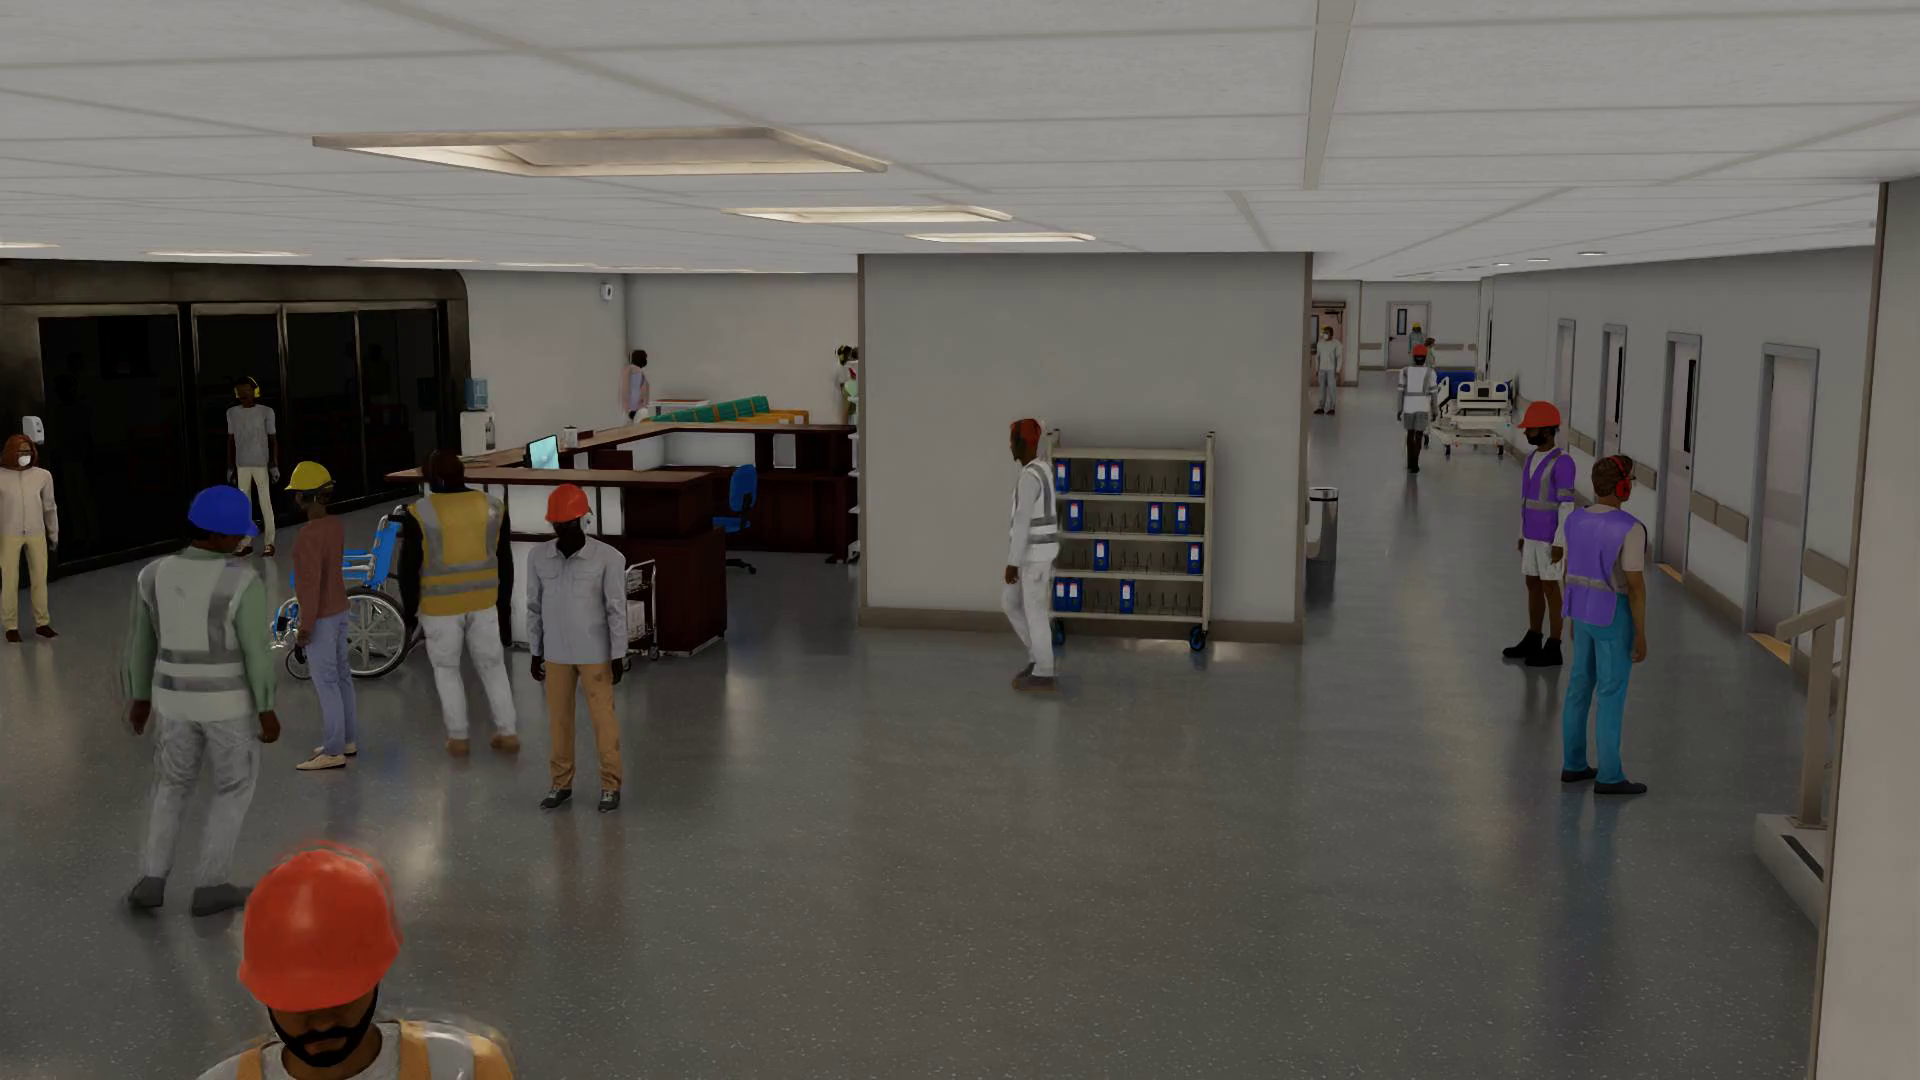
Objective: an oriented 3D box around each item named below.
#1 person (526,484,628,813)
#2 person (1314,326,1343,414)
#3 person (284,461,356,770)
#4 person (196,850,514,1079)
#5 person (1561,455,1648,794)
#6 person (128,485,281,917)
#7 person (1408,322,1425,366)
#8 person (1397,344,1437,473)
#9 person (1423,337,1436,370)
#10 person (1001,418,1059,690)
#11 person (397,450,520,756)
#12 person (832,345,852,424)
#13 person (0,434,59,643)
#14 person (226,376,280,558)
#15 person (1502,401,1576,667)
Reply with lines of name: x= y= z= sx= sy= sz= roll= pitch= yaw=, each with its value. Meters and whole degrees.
person: x=-2.014 y=0.568 z=8.703 sx=0.563 sy=1.742 sz=0.361 roll=2 pitch=9 yaw=12
person: x=8.086 y=-3.723 z=36.525 sx=0.378 sy=1.940 sz=0.629 roll=-8 pitch=12 yaw=-44
person: x=-3.674 y=0.431 z=9.539 sx=0.312 sy=1.768 sz=0.530 roll=0 pitch=9 yaw=-3
person: x=-0.982 y=1.399 z=2.739 sx=0.548 sy=1.892 sz=1.028 roll=-4 pitch=9 yaw=-22
person: x=3.502 y=0.459 z=9.072 sx=0.389 sy=1.850 sz=0.566 roll=-3 pitch=9 yaw=-22
person: x=-3.335 y=0.711 z=7.255 sx=0.739 sy=1.901 sz=0.424 roll=2 pitch=9 yaw=13
person: x=14.050 y=-5.842 z=51.237 sx=0.489 sy=1.741 sz=0.321 roll=4 pitch=9 yaw=24
person: x=6.915 y=-1.984 z=25.044 sx=0.571 sy=1.916 sz=0.719 roll=5 pitch=10 yaw=30
person: x=10.791 y=-3.850 z=38.366 sx=0.309 sy=1.638 sz=0.514 roll=1 pitch=9 yaw=7
person: x=0.470 y=0.102 z=11.357 sx=0.435 sy=1.867 sz=0.597 roll=1 pitch=9 yaw=5
person: x=-2.930 y=0.383 z=9.713 sx=0.678 sy=1.809 sz=0.431 roll=-6 pitch=11 yaw=-36
person: x=-1.865 y=-2.203 z=26.728 sx=0.498 sy=1.845 sz=0.545 roll=0 pitch=9 yaw=-3
person: x=-7.303 y=-0.017 z=12.974 sx=0.287 sy=1.628 sz=0.508 roll=8 pitch=12 yaw=42
person: x=-7.239 y=-0.744 z=17.011 sx=0.537 sy=1.862 sz=0.312 roll=0 pitch=9 yaw=-2
person: x=4.229 y=-0.045 z=12.129 sx=0.374 sy=1.934 sz=0.549 roll=-2 pitch=9 yaw=-10
